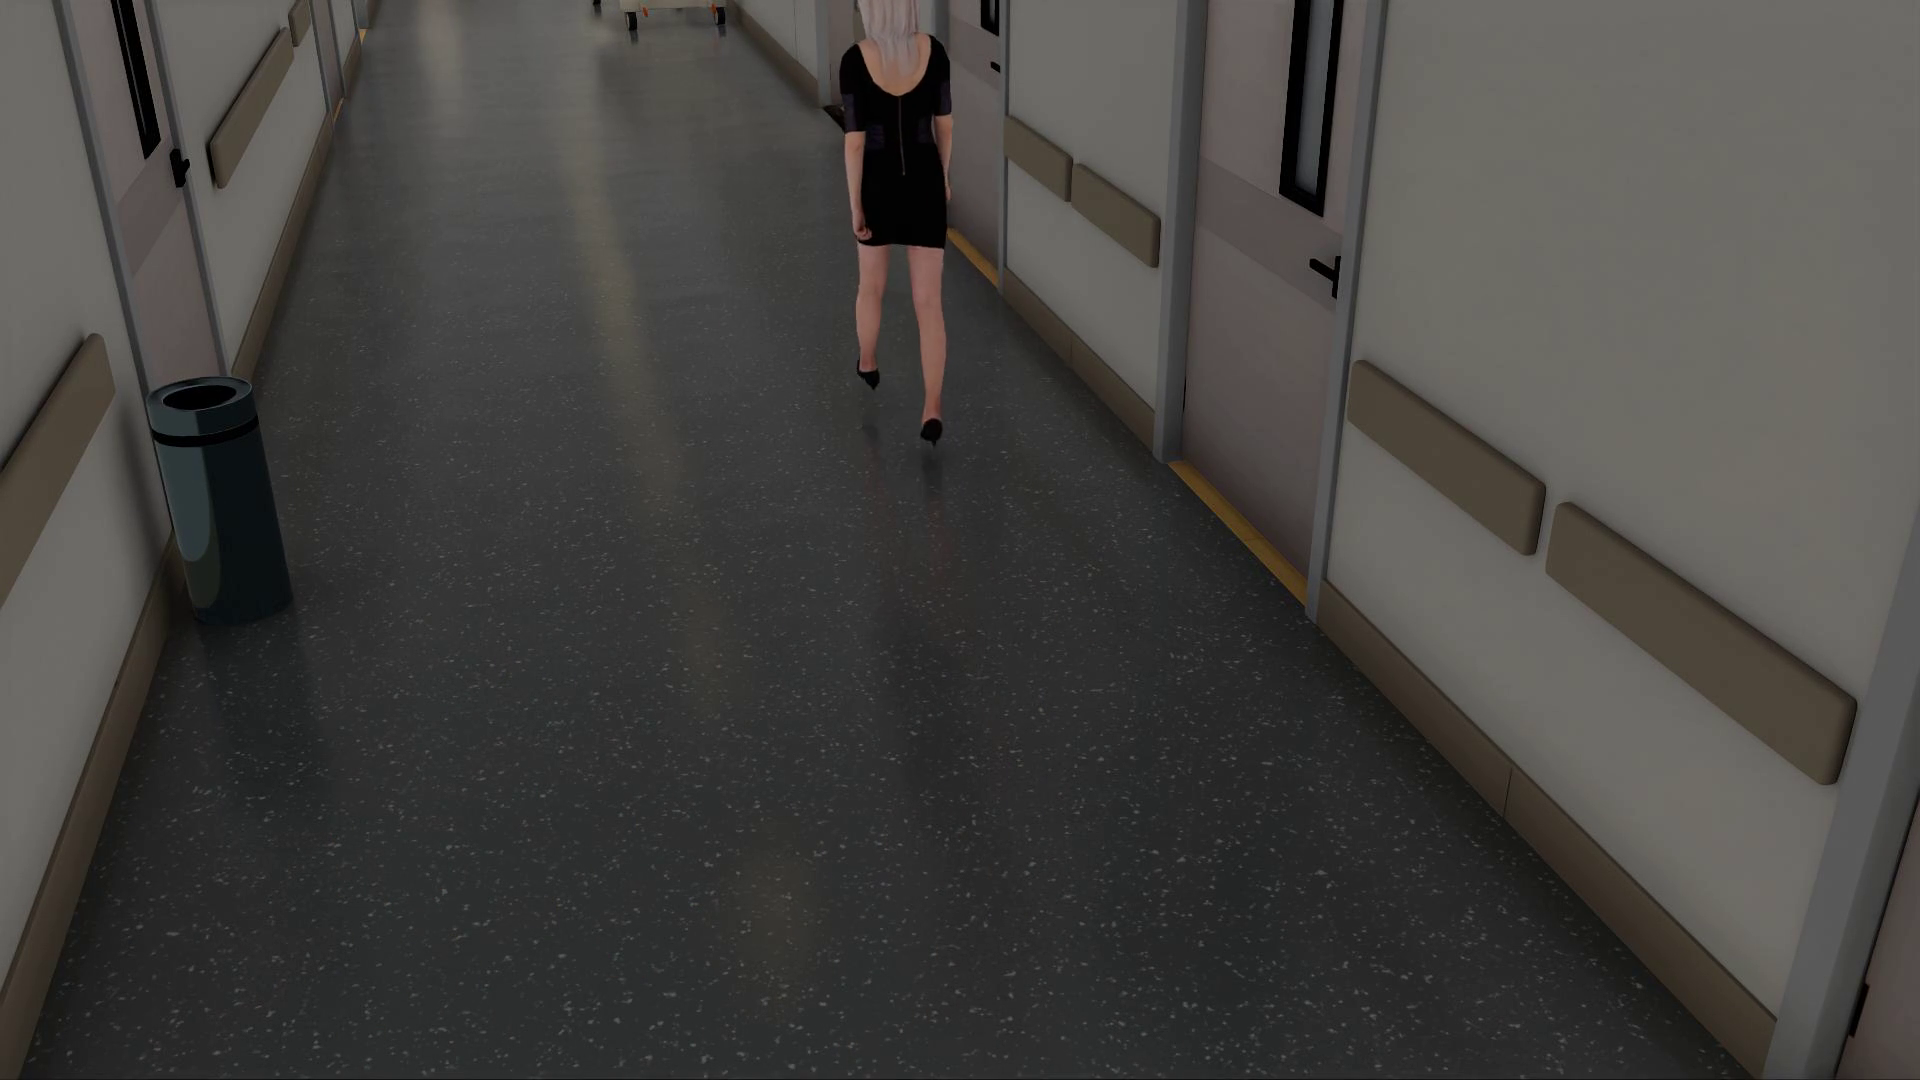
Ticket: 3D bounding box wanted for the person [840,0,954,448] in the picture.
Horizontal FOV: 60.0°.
[{"bbox_3d":[-0.187,-1.210,6.202,1.112,1.777,0.694,-5,26,-11],"label":"person"}]
